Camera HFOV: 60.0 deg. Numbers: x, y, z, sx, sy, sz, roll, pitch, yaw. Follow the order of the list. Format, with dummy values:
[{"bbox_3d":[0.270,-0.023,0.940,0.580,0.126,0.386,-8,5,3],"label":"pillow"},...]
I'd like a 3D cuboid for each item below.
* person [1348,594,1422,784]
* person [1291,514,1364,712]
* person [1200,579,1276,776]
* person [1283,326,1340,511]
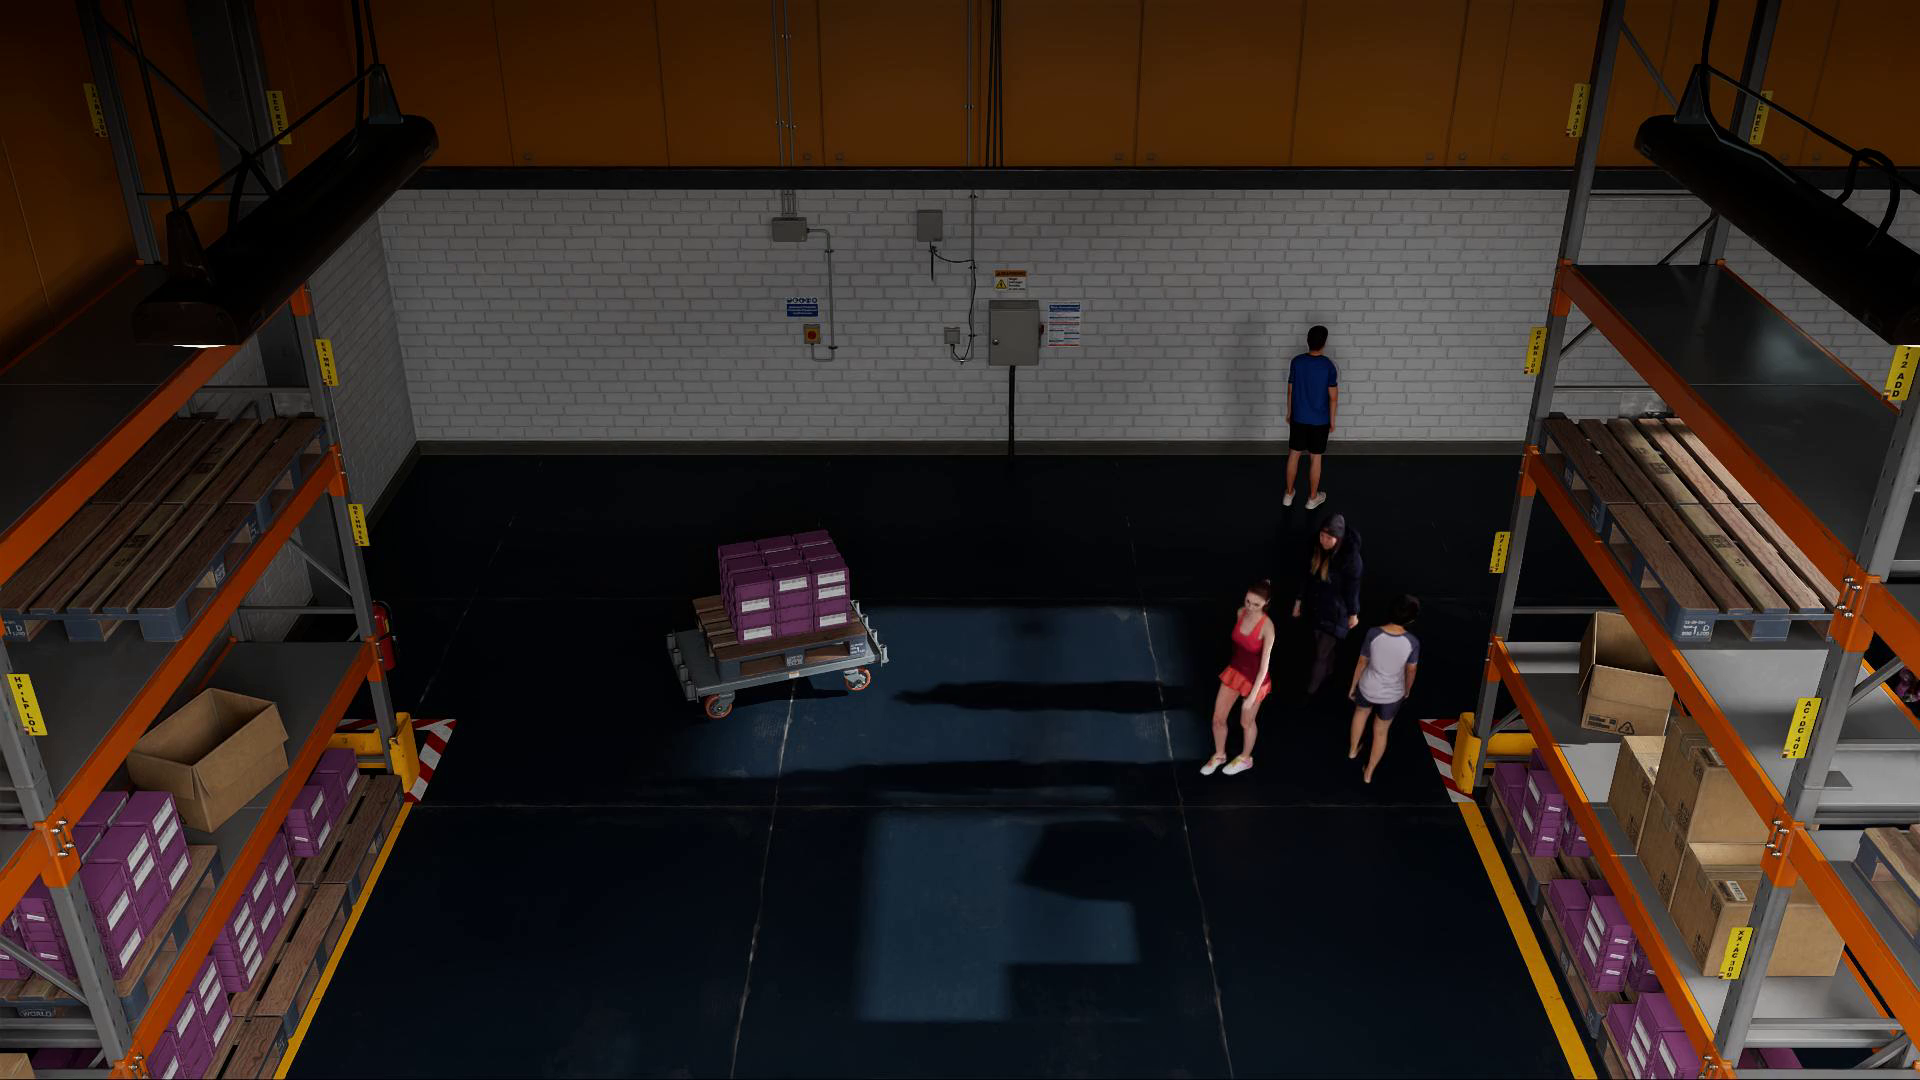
[{"bbox_3d":[3.089,1.121,12.184,0.728,1.537,0.788,8,30,15],"label":"person"},{"bbox_3d":[2.976,0.512,13.176,1.004,1.656,0.961,-23,36,-35],"label":"person"},{"bbox_3d":[2.169,1.010,12.186,0.803,1.729,0.743,-16,32,-27],"label":"person"},{"bbox_3d":[3.383,-1.200,16.095,0.727,1.866,0.716,12,31,21],"label":"person"}]
